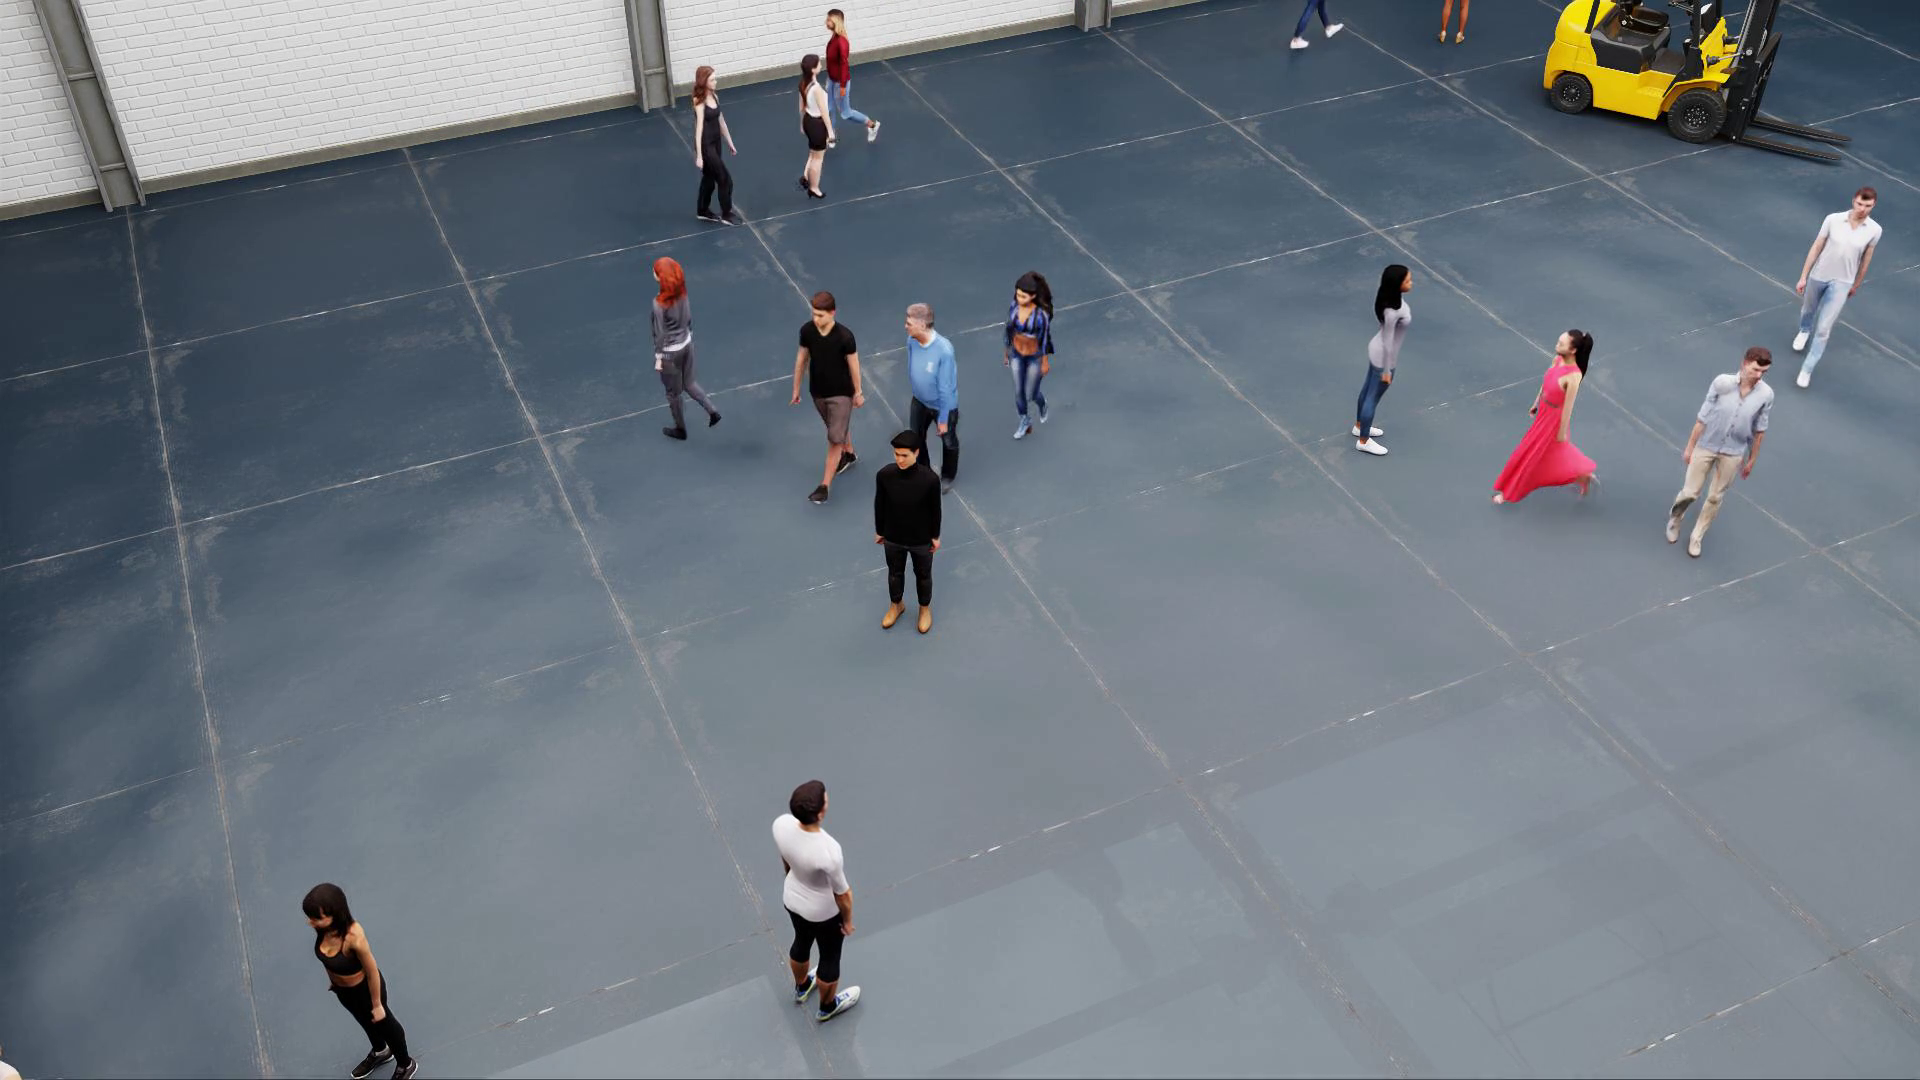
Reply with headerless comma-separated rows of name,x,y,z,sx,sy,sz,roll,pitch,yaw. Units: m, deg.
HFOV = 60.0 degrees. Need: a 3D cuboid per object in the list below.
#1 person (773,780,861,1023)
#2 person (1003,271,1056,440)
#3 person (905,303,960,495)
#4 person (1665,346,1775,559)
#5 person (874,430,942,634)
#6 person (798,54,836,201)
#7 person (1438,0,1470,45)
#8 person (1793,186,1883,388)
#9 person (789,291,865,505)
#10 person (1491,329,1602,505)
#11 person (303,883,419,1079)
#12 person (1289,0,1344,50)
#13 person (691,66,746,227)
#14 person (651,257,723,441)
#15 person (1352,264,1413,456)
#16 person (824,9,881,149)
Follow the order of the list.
person,-0.841,2.057,9.490,0.740,1.848,0.737,25,45,28
person,0.617,-1.591,14.246,0.766,1.613,0.810,24,44,27
person,-0.155,-1.182,13.594,0.865,1.788,0.912,21,43,24
person,5.960,-0.738,12.999,0.785,1.837,0.854,15,41,18
person,-0.380,-0.075,12.260,0.688,1.723,0.786,8,39,9
person,-1.606,-4.352,17.683,0.630,1.637,0.577,-21,43,-24
person,6.386,-7.178,21.180,0.629,1.690,0.697,11,40,13
person,7.893,-2.384,15.082,1.071,1.808,1.297,22,44,26
person,-1.001,-1.267,13.674,1.141,1.820,1.268,17,42,21
person,4.844,-0.955,13.381,1.162,1.699,0.918,2,39,3
person,-3.307,2.449,9.163,0.634,1.643,0.651,22,43,25
person,4.459,-7.044,20.982,1.081,1.728,0.596,-16,41,-19
person,-2.695,-4.096,17.295,0.930,1.724,0.856,9,40,12
person,-2.342,-1.579,14.107,0.894,1.767,0.850,16,41,19
person,3.568,-1.554,14.102,0.708,1.735,0.685,6,39,7
person,-1.292,-5.164,18.720,1.019,1.613,0.654,-12,40,-14
